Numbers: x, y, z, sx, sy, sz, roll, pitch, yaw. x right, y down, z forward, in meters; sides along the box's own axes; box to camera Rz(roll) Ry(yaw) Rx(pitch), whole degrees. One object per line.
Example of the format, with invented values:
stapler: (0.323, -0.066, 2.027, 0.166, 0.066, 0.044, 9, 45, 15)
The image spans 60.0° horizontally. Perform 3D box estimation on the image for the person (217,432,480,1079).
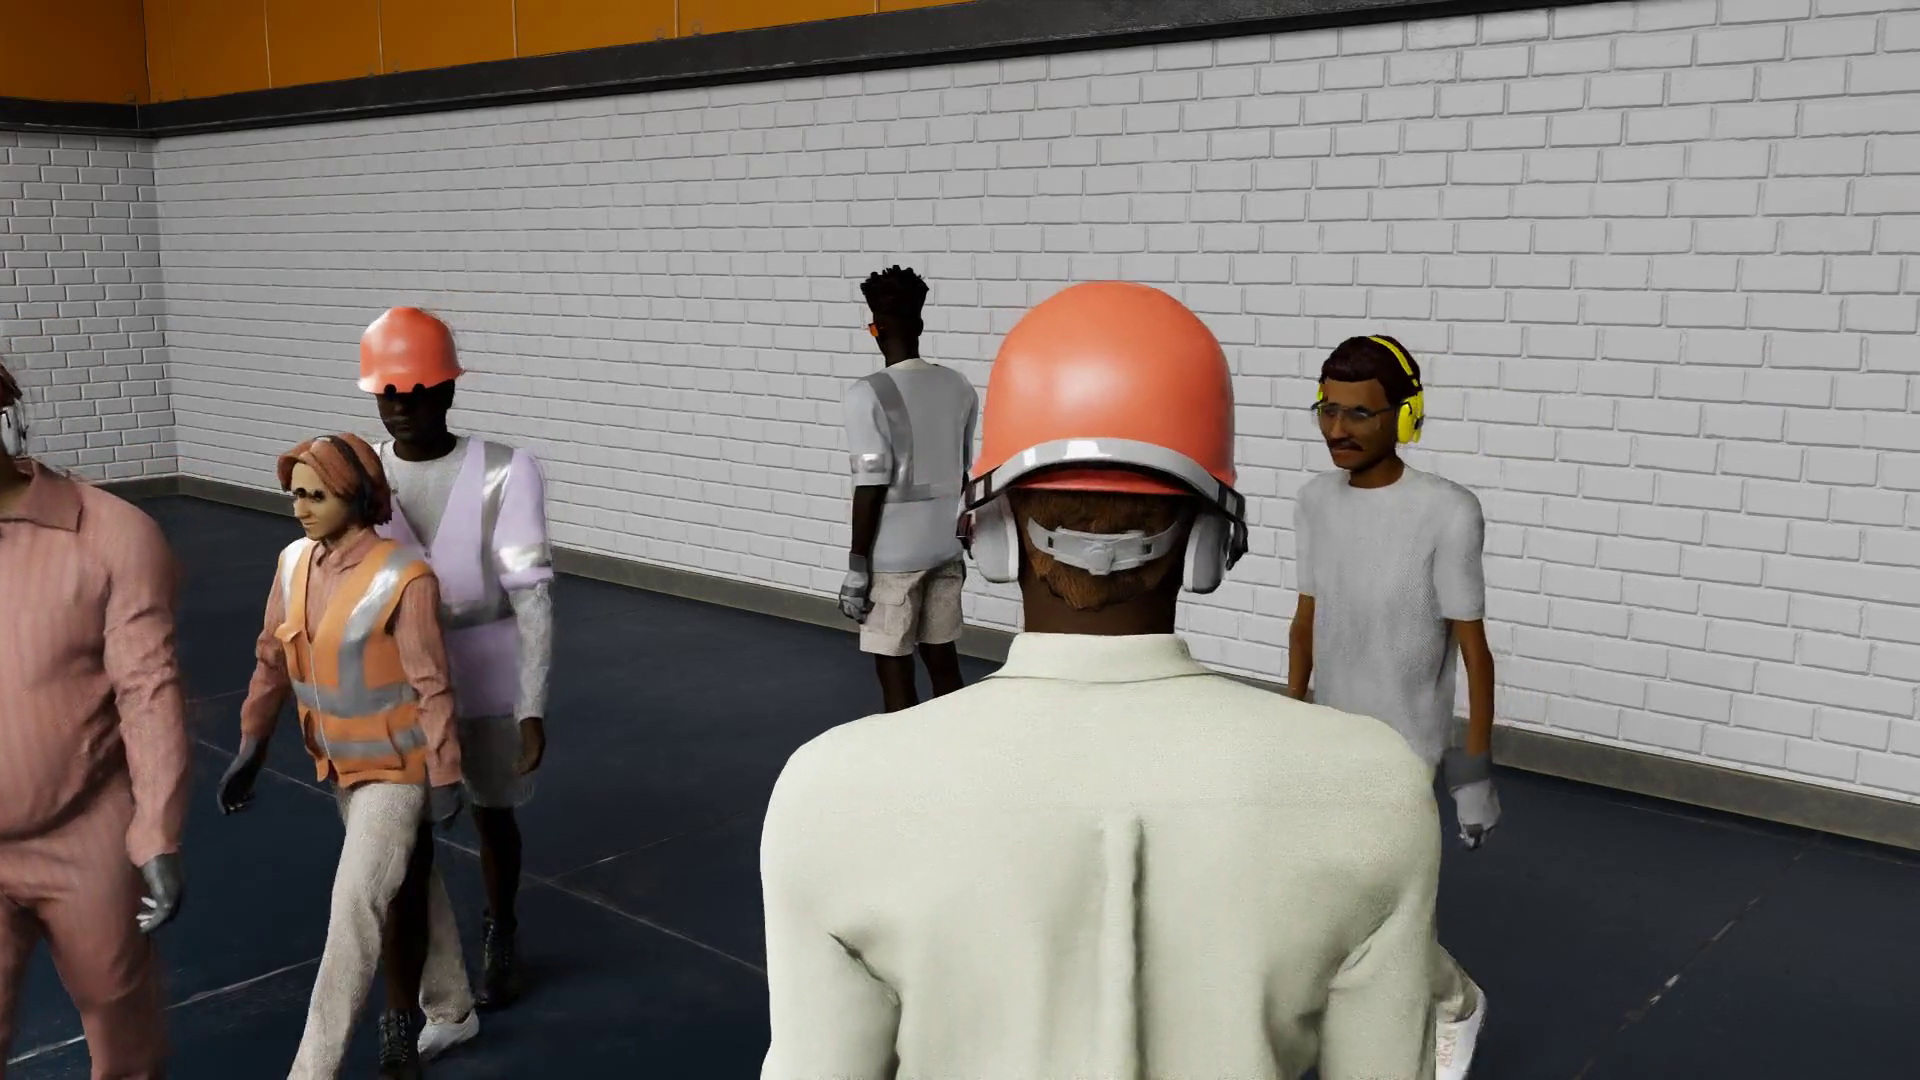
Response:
person: (-1.453, 0.561, 3.838, 0.516, 1.598, 0.837, 8, 13, 37)

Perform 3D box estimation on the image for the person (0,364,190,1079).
person: (-1.794, 0.552, 3.165, 0.638, 1.858, 0.999, -3, 11, -18)

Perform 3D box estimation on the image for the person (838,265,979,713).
person: (-0.185, 0.041, 5.764, 0.367, 1.963, 0.609, 8, 13, 39)

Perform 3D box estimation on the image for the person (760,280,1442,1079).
person: (0.127, 0.764, 1.564, 0.622, 1.992, 0.396, -1, 10, -4)

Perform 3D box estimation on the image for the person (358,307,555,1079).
person: (-1.273, 0.375, 4.093, 0.555, 1.877, 1.013, -1, 10, -8)

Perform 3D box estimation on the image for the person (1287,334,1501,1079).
person: (0.957, 0.460, 3.716, 0.502, 1.844, 0.558, -7, 12, -36)
